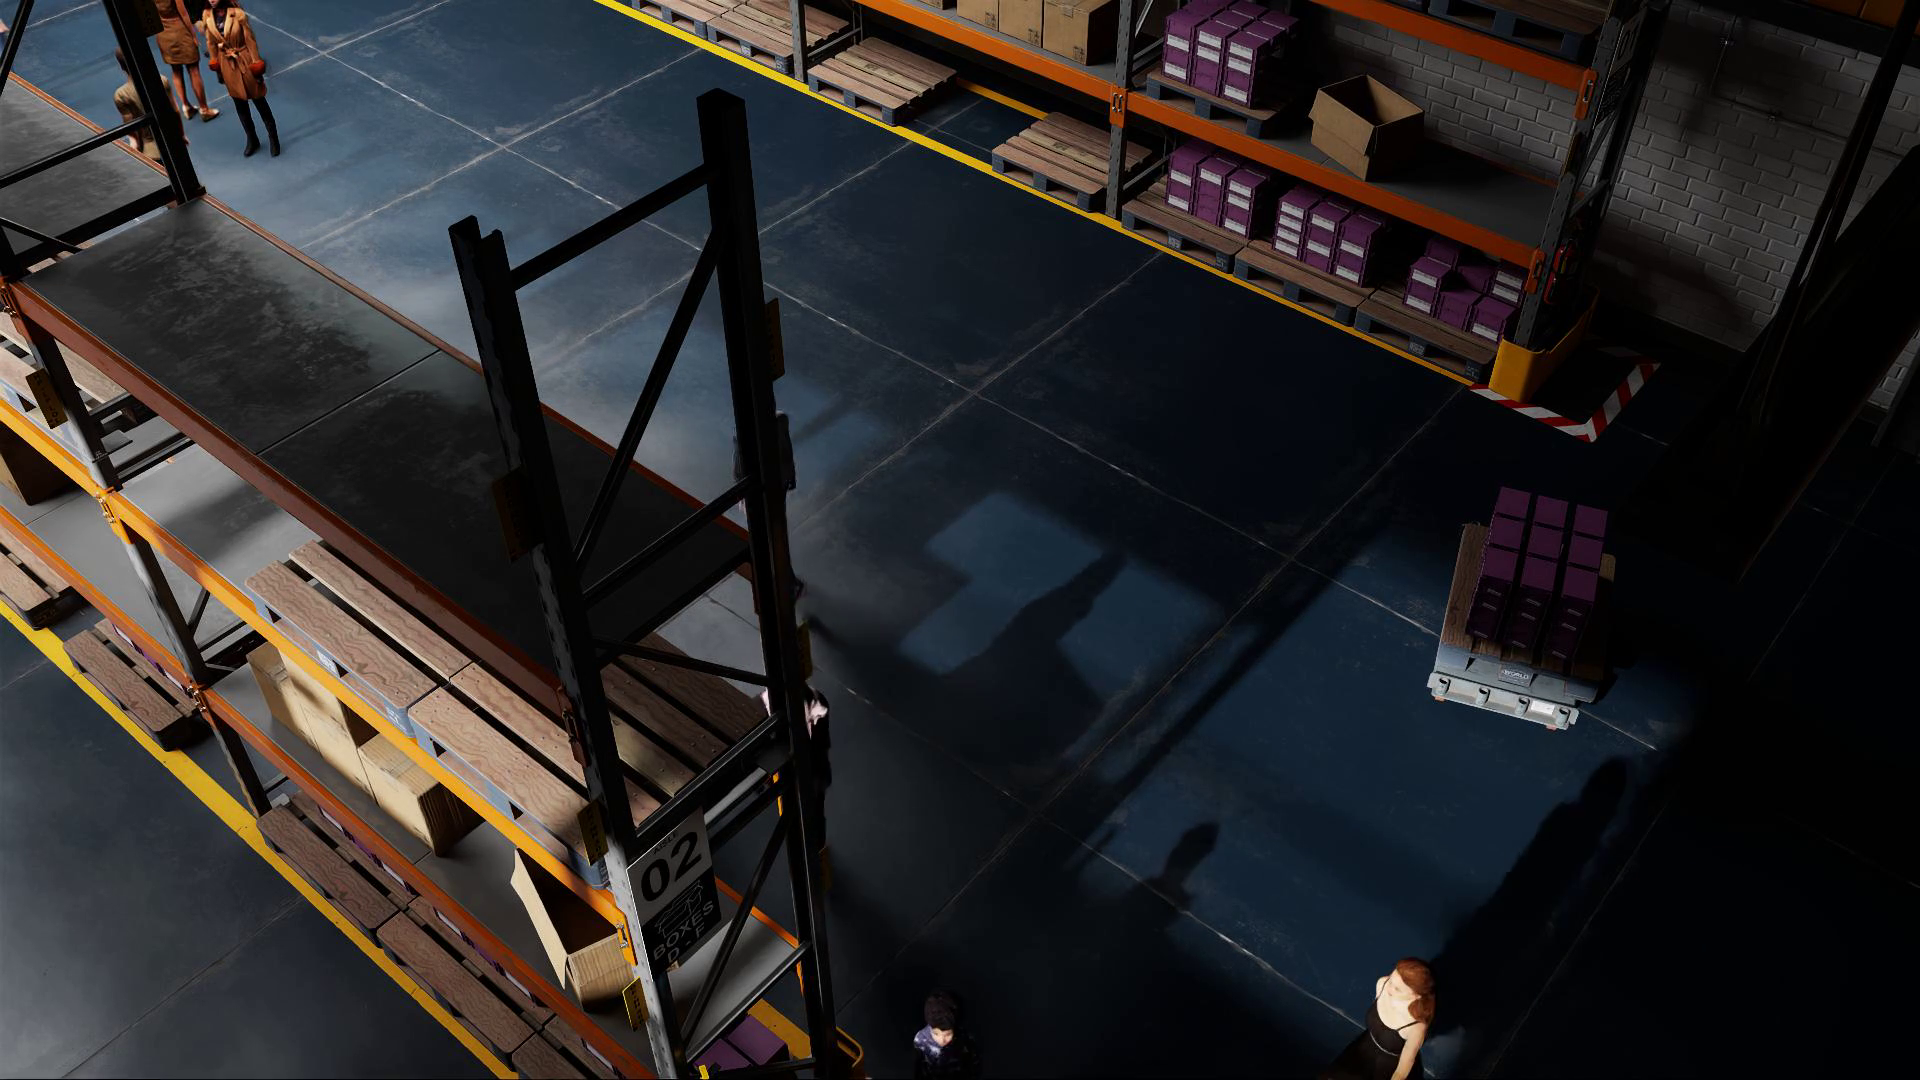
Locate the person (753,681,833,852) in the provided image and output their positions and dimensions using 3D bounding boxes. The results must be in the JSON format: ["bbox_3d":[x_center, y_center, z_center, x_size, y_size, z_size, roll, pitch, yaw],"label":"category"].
[{"bbox_3d":[-0.998,1.233,9.799,0.947,1.616,1.006,-3,44,-4],"label":"person"}]

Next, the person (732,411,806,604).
[{"bbox_3d":[-1.279,-0.317,11.329,0.779,1.750,1.064,-25,49,-24],"label":"person"}]

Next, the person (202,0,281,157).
[{"bbox_3d":[-6.791,-4.437,15.675,0.747,1.720,0.833,1,44,1],"label":"person"}]

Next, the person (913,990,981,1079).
[{"bbox_3d":[-0.067,2.689,8.544,0.744,1.240,0.751,7,44,7],"label":"person"}]

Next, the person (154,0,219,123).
[{"bbox_3d":[-7.630,-4.882,16.169,0.597,1.683,0.703,9,44,9],"label":"person"}]

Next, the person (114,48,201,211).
[{"bbox_3d":[-6.978,-3.456,14.550,0.542,1.852,0.646,30,51,28],"label":"person"}]

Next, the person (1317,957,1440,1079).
[{"bbox_3d":[2.243,2.612,8.381,0.979,1.574,1.121,-16,46,-16],"label":"person"}]
